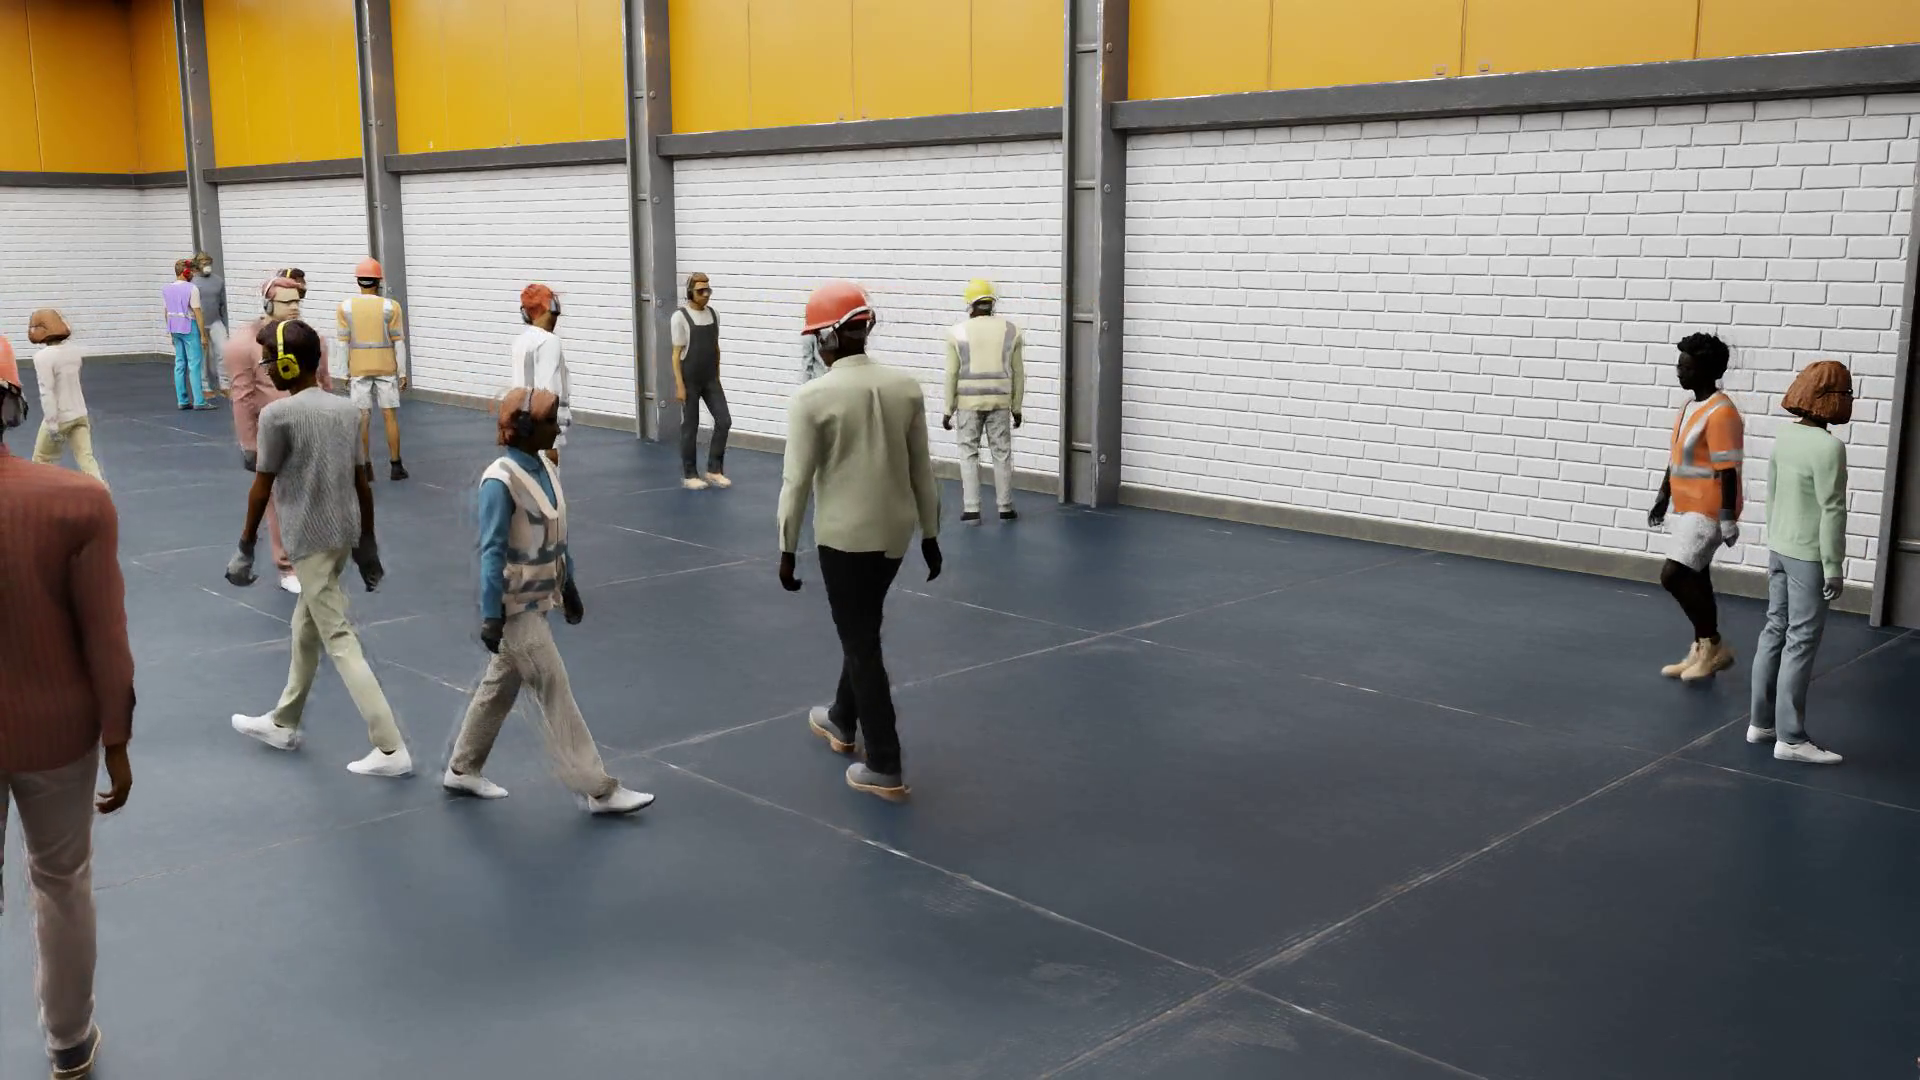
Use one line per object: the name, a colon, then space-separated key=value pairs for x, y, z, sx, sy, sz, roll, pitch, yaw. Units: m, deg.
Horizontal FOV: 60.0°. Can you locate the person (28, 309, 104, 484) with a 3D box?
person: x=-6.544 y=-0.851 z=11.982 sx=0.791 sy=1.600 sz=0.505 roll=2 pitch=11 yaw=10

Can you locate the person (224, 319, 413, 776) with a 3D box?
person: x=-2.584 y=0.034 z=6.635 sx=0.981 sy=1.822 sz=0.482 roll=3 pitch=11 yaw=17

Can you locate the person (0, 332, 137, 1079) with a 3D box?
person: x=-2.254 y=0.466 z=3.862 sx=0.626 sy=1.958 sz=0.899 roll=-5 pitch=11 yaw=-25

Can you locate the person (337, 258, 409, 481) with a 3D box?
person: x=-5.107 y=-1.479 z=14.489 sx=0.551 sy=1.935 sz=0.375 roll=-2 pitch=11 yaw=-13

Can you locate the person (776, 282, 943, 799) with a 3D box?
person: x=-0.470 y=-0.024 z=6.521 sx=0.643 sy=1.942 sz=0.952 roll=-9 pitch=13 yaw=-39

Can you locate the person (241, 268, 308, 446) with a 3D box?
person: x=-6.141 y=-1.562 z=15.221 sx=0.855 sy=1.847 sz=0.523 roll=-1 pitch=10 yaw=-5

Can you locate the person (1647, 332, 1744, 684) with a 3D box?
person: x=3.482 y=-0.138 z=7.865 sx=0.391 sy=1.682 sz=0.548 roll=2 pitch=11 yaw=10

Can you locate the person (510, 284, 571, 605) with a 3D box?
person: x=-2.441 y=-0.563 z=9.760 sx=0.343 sy=1.857 sz=0.734 roll=-6 pitch=12 yaw=-29

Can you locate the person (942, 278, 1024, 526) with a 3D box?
person: x=0.193 y=-1.008 z=12.296 sx=0.659 sy=1.815 sz=0.403 roll=-2 pitch=11 yaw=-9

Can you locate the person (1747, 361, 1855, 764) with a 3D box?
person: x=3.455 y=0.084 z=6.796 sx=0.275 sy=1.632 sz=0.507 roll=0 pitch=10 yaw=1

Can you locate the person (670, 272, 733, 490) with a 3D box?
person: x=-2.127 y=-1.309 z=13.862 sx=0.612 sy=1.823 sz=0.554 roll=9 pitch=14 yaw=42

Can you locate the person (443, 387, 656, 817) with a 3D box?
person: x=-1.574 y=0.227 z=6.143 sx=0.879 sy=1.582 sz=0.526 roll=1 pitch=10 yaw=7

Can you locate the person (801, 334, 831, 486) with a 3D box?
person: x=-1.089 y=-1.207 z=13.591 sx=0.493 sy=1.720 sz=0.731 roll=-8 pitch=13 yaw=-36

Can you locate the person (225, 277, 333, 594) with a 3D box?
person: x=-4.040 y=-0.624 z=9.973 sx=0.472 sy=1.893 sz=0.644 roll=9 pitch=13 yaw=39

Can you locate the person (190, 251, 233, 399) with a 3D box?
person: x=-9.714 y=-2.762 z=21.533 sx=0.712 sy=1.916 sz=0.627 roll=9 pitch=14 yaw=41

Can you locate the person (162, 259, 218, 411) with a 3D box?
person: x=-9.431 y=-2.488 z=20.269 sx=0.563 sy=1.837 sz=0.389 roll=4 pitch=11 yaw=22
